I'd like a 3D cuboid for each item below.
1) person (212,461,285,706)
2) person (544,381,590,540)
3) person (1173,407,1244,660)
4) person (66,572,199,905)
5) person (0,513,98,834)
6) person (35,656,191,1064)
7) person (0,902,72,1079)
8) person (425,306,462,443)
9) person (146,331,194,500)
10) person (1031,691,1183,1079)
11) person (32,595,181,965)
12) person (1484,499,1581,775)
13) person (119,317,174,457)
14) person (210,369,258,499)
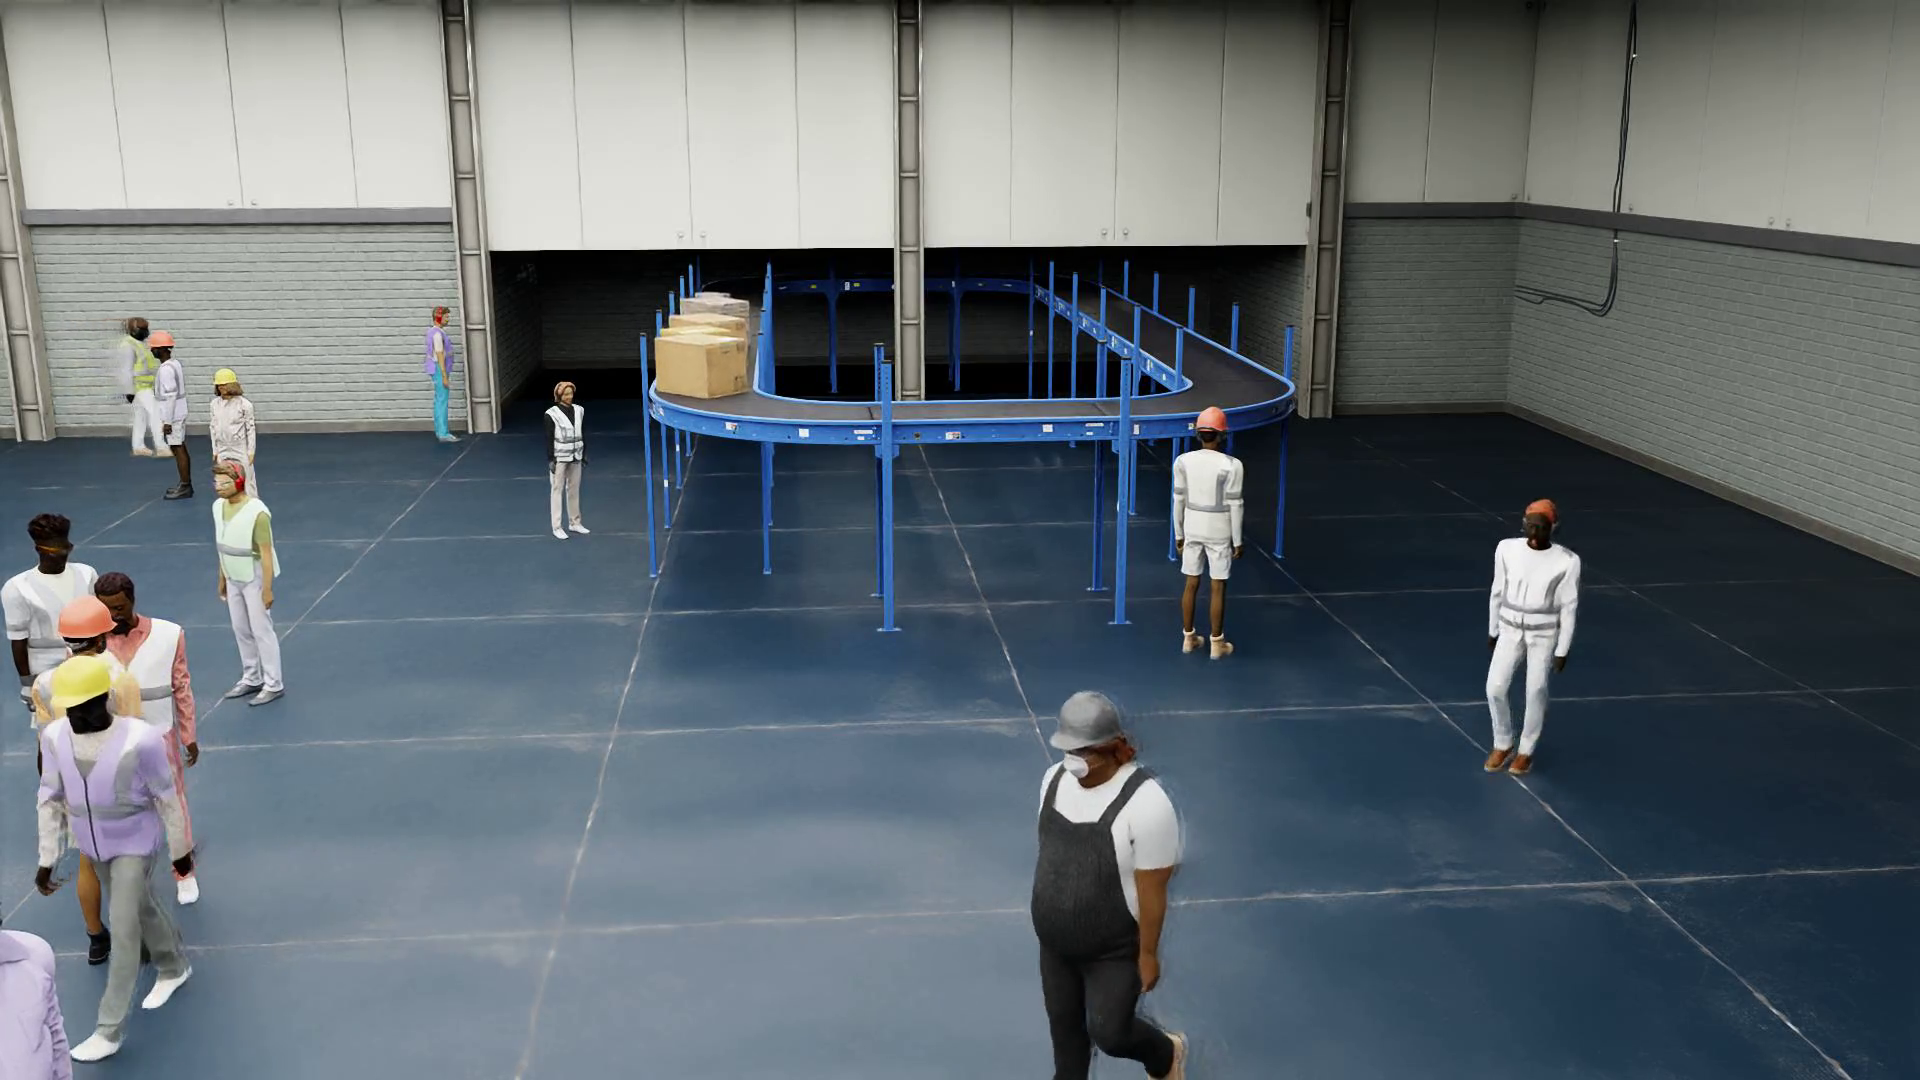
[{"bbox_3d":[-5.276,0.304,12.349,0.573,1.838,0.386,9,17,32],"label":"person"},{"bbox_3d":[-4.095,-0.843,17.340,0.315,1.641,0.514,10,17,34],"label":"person"},{"bbox_3d":[2.002,-0.056,13.404,0.610,2.039,0.396,10,17,34],"label":"person"},{"bbox_3d":[-4.500,1.084,9.098,0.597,1.908,0.408,-5,15,-21],"label":"person"},{"bbox_3d":[-5.458,0.791,10.142,0.368,1.967,0.602,7,16,26],"label":"person"},{"bbox_3d":[-3.971,1.435,7.747,0.586,1.875,0.977,3,14,12],"label":"person"},{"bbox_3d":[-3.186,1.989,5.478,0.400,1.903,0.644,8,16,28],"label":"person"},{"bbox_3d":[-7.040,-2.241,22.534,0.389,1.838,0.563,-6,15,-23],"label":"person"},{"bbox_3d":[-9.065,-1.432,19.095,0.357,1.938,0.543,-4,15,-17],"label":"person"},{"bbox_3d":[0.587,1.559,6.916,0.685,2.000,0.694,-13,19,-42],"label":"person"},{"bbox_3d":[-4.346,1.227,8.454,0.543,1.939,0.360,0,14,1],"label":"person"},{"bbox_3d":[3.698,0.656,10.857,0.590,1.868,0.556,11,17,36],"label":"person"},{"bbox_3d":[-10.457,-1.971,21.506,0.793,1.815,0.641,-2,14,-6],"label":"person"},{"bbox_3d":[-7.645,-0.934,17.496,0.484,1.744,0.294,2,14,7],"label":"person"}]
